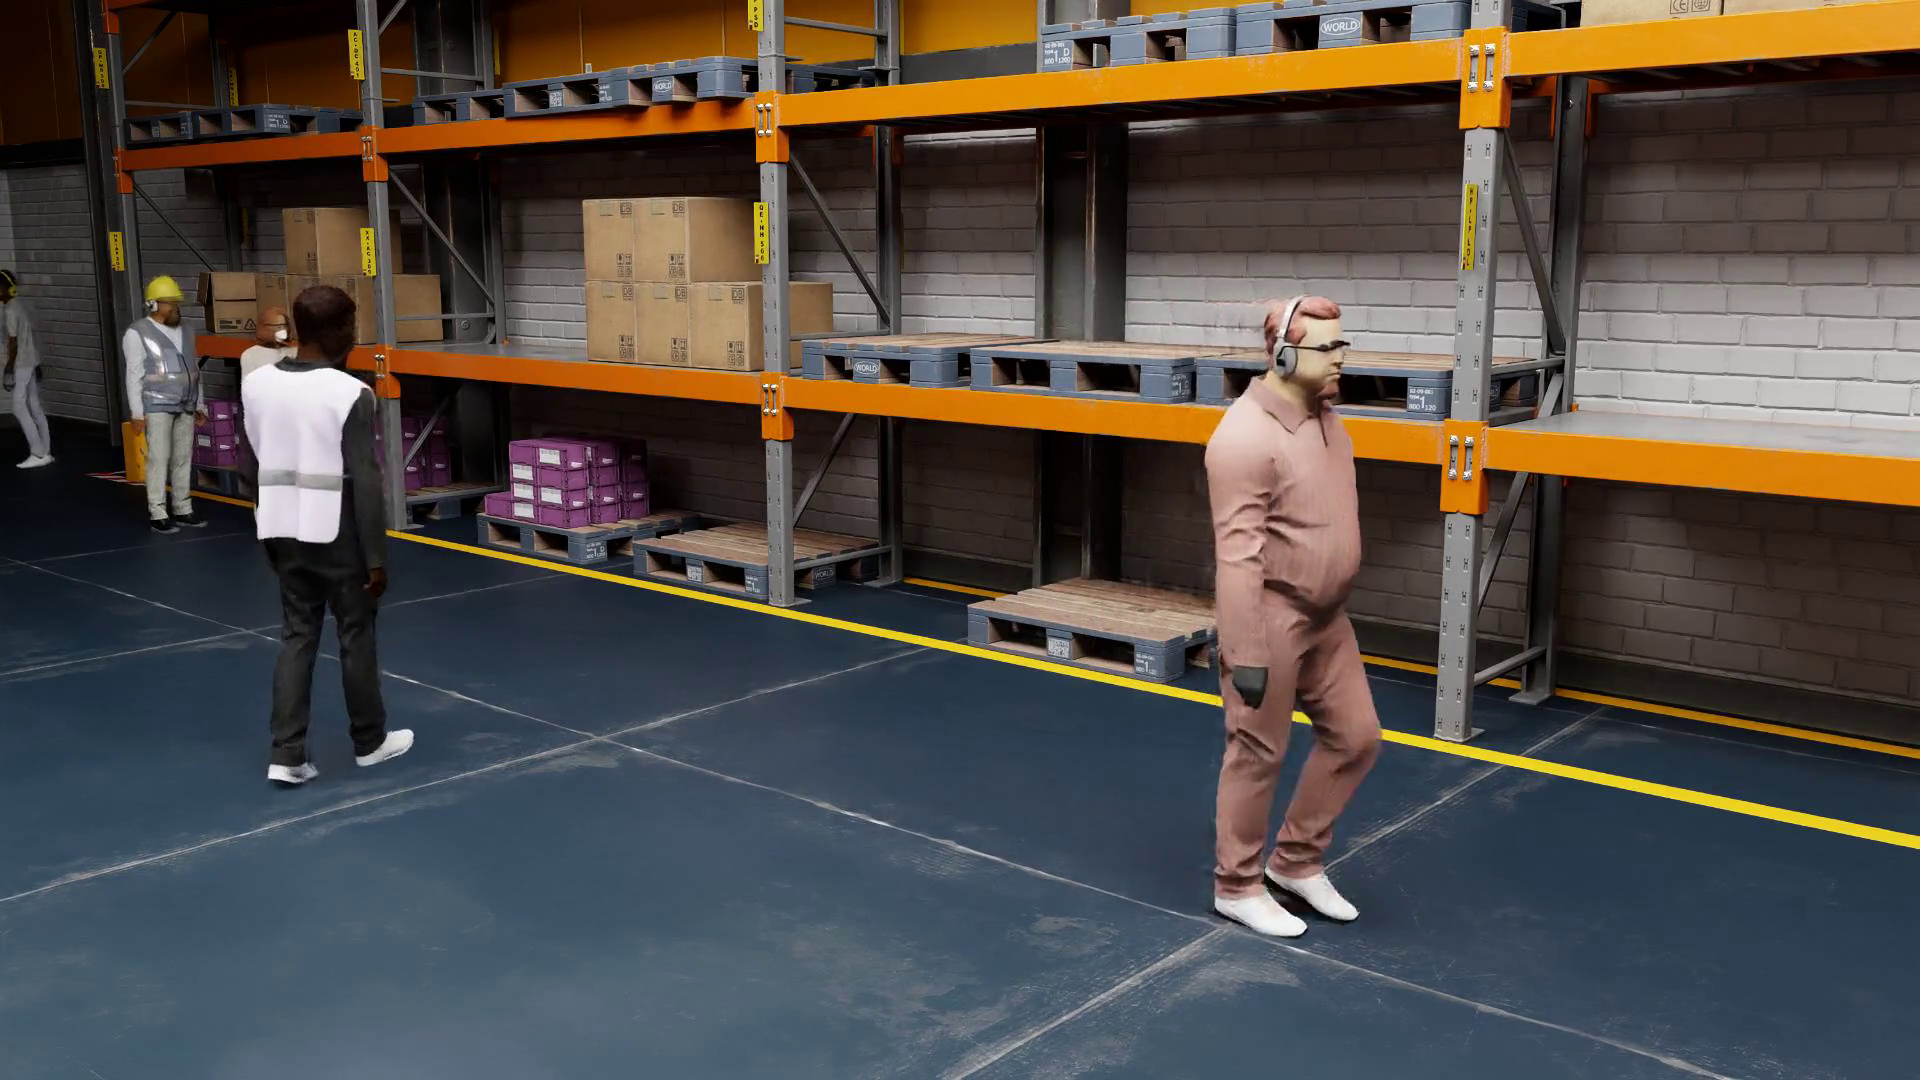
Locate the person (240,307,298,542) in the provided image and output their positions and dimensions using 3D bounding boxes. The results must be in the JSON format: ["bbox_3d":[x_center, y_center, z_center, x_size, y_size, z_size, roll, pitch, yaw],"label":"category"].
[{"bbox_3d":[-4.698,-0.789,11.459,0.284,1.626,0.504,6,12,31],"label":"person"}]

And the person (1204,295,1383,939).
[{"bbox_3d":[0.984,0.245,4.809,0.542,1.886,0.687,8,13,38],"label":"person"}]

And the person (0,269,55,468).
[{"bbox_3d":[-8.715,-1.591,15.464,0.361,1.832,0.700,-3,10,-16],"label":"person"}]

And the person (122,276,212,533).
[{"bbox_3d":[-5.646,-0.957,11.902,0.420,1.828,0.609,4,11,20],"label":"person"}]

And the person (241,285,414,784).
[{"bbox_3d":[-2.399,-0.003,6.341,0.619,1.910,0.651,3,10,17],"label":"person"}]
